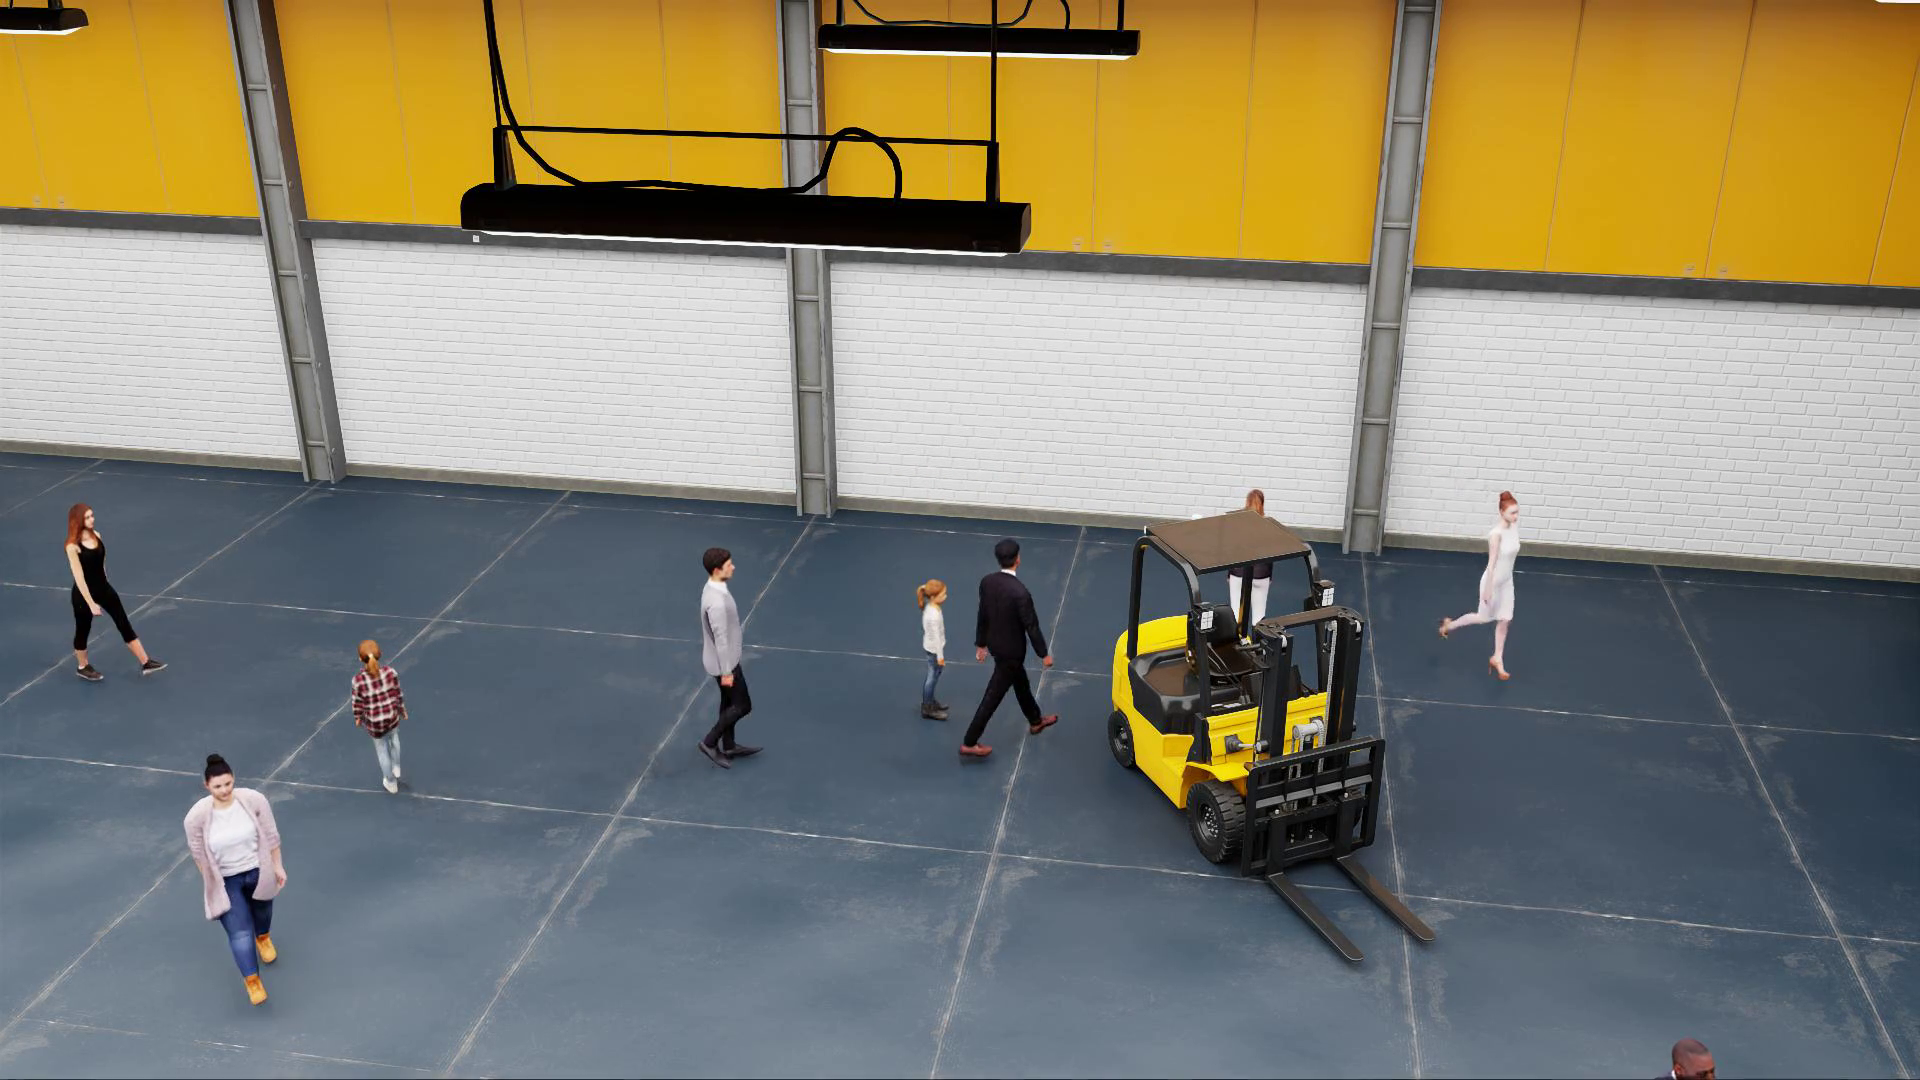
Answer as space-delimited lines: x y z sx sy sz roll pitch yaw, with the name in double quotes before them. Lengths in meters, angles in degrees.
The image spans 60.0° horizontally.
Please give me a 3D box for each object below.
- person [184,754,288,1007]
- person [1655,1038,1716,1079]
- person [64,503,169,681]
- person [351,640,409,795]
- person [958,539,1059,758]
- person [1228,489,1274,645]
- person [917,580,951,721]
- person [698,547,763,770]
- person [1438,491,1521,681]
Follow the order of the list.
"person" -4.760 2.145 10.998 1.118 1.702 1.156 -15 28 -30
"person" 3.507 3.239 8.344 0.786 1.824 0.846 -16 28 -32
"person" -7.797 0.492 14.797 1.109 1.688 0.676 7 25 16
"person" -4.565 1.417 13.178 0.716 1.291 0.773 -14 27 -29
"person" 0.302 0.942 13.605 1.360 1.819 1.252 -13 27 -28
"person" 2.624 0.347 15.065 0.486 1.739 0.621 5 24 11
"person" -0.246 0.933 14.255 0.544 1.314 0.532 -1 24 -3
"person" -1.991 0.962 13.438 0.901 1.915 0.880 -4 24 -8
"person" 4.731 0.385 14.932 0.961 1.776 1.069 -20 30 -37
